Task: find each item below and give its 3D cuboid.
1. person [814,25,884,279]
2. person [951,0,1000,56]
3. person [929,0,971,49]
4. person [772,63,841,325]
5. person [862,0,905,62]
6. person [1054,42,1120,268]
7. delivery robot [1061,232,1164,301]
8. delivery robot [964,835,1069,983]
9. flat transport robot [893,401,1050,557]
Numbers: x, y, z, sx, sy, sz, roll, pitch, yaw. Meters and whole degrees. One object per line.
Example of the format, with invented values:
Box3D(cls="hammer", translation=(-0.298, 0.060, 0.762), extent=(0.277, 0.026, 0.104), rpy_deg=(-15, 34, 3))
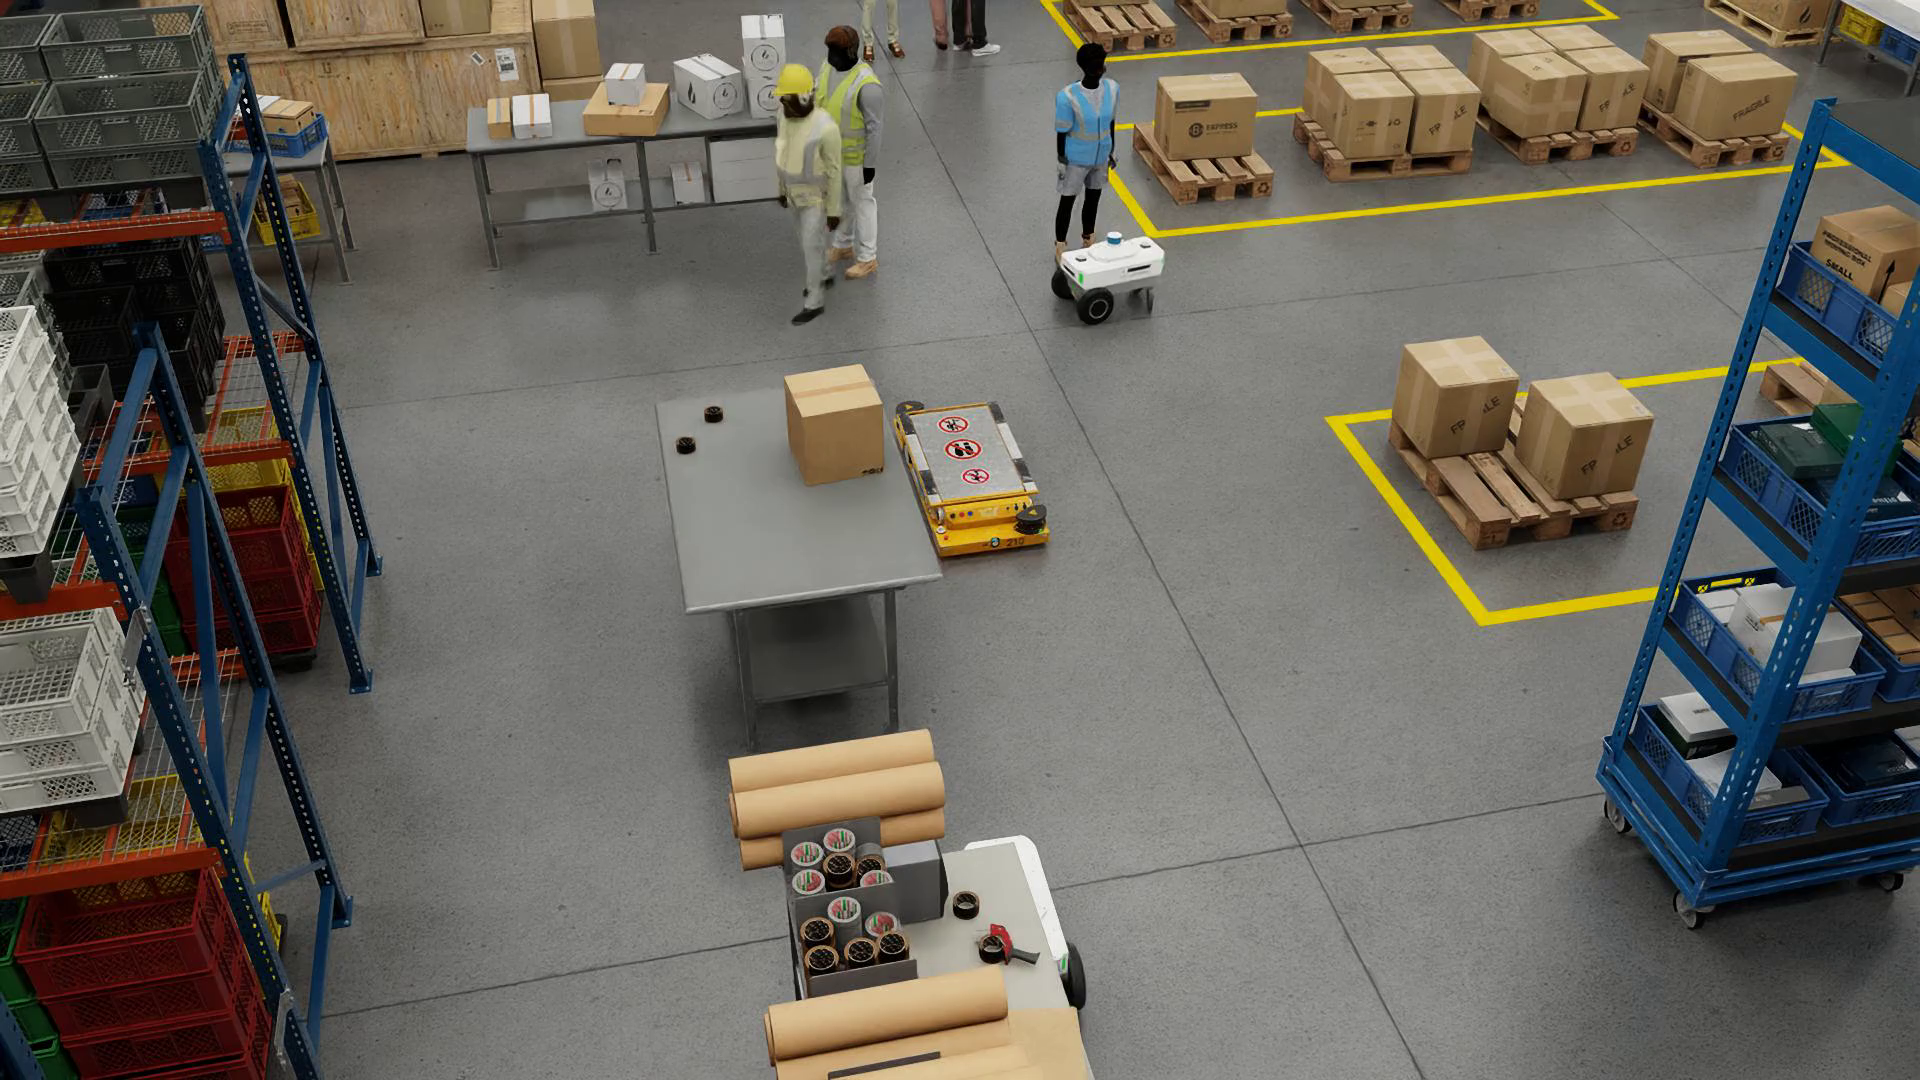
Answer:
Box3D(cls="person", translation=(-0.817, -2.798, 11.985), extent=(0.429, 1.841, 0.633), rpy_deg=(-26, 44, -30))
Box3D(cls="person", translation=(0.105, -5.527, 15.589), extent=(0.589, 1.920, 0.392), rpy_deg=(30, 46, 34))
Box3D(cls="person", translation=(-0.196, -5.632, 15.770), extent=(0.685, 1.881, 0.467), rpy_deg=(0, 37, 0))
Box3D(cls="person", translation=(-1.049, -2.421, 11.512), extent=(0.487, 1.829, 0.605), rpy_deg=(-29, 46, -33))
Box3D(cls="person", translation=(-0.731, -5.397, 15.468), extent=(0.515, 1.864, 0.346), rpy_deg=(-13, 38, -16))
Box3D(cls="person", translation=(0.917, -2.789, 12.092), extent=(0.538, 1.695, 0.319), rpy_deg=(-19, 41, -23))
Box3D(cls="delivery robot", translation=(1.088, -1.959, 11.852), extent=(0.707, 0.478, 0.477), rpy_deg=(-15, 39, -19))
Box3D(cls="delivery robot", translation=(0.223, 1.590, 7.082), extent=(0.477, 0.478, 0.707), rpy_deg=(-7, 37, -9))
Box3D(cls="flat transport robot", translation=(0.046, -0.430, 10.108), extent=(0.652, 0.197, 1.431), rpy_deg=(-8, 37, -10))
